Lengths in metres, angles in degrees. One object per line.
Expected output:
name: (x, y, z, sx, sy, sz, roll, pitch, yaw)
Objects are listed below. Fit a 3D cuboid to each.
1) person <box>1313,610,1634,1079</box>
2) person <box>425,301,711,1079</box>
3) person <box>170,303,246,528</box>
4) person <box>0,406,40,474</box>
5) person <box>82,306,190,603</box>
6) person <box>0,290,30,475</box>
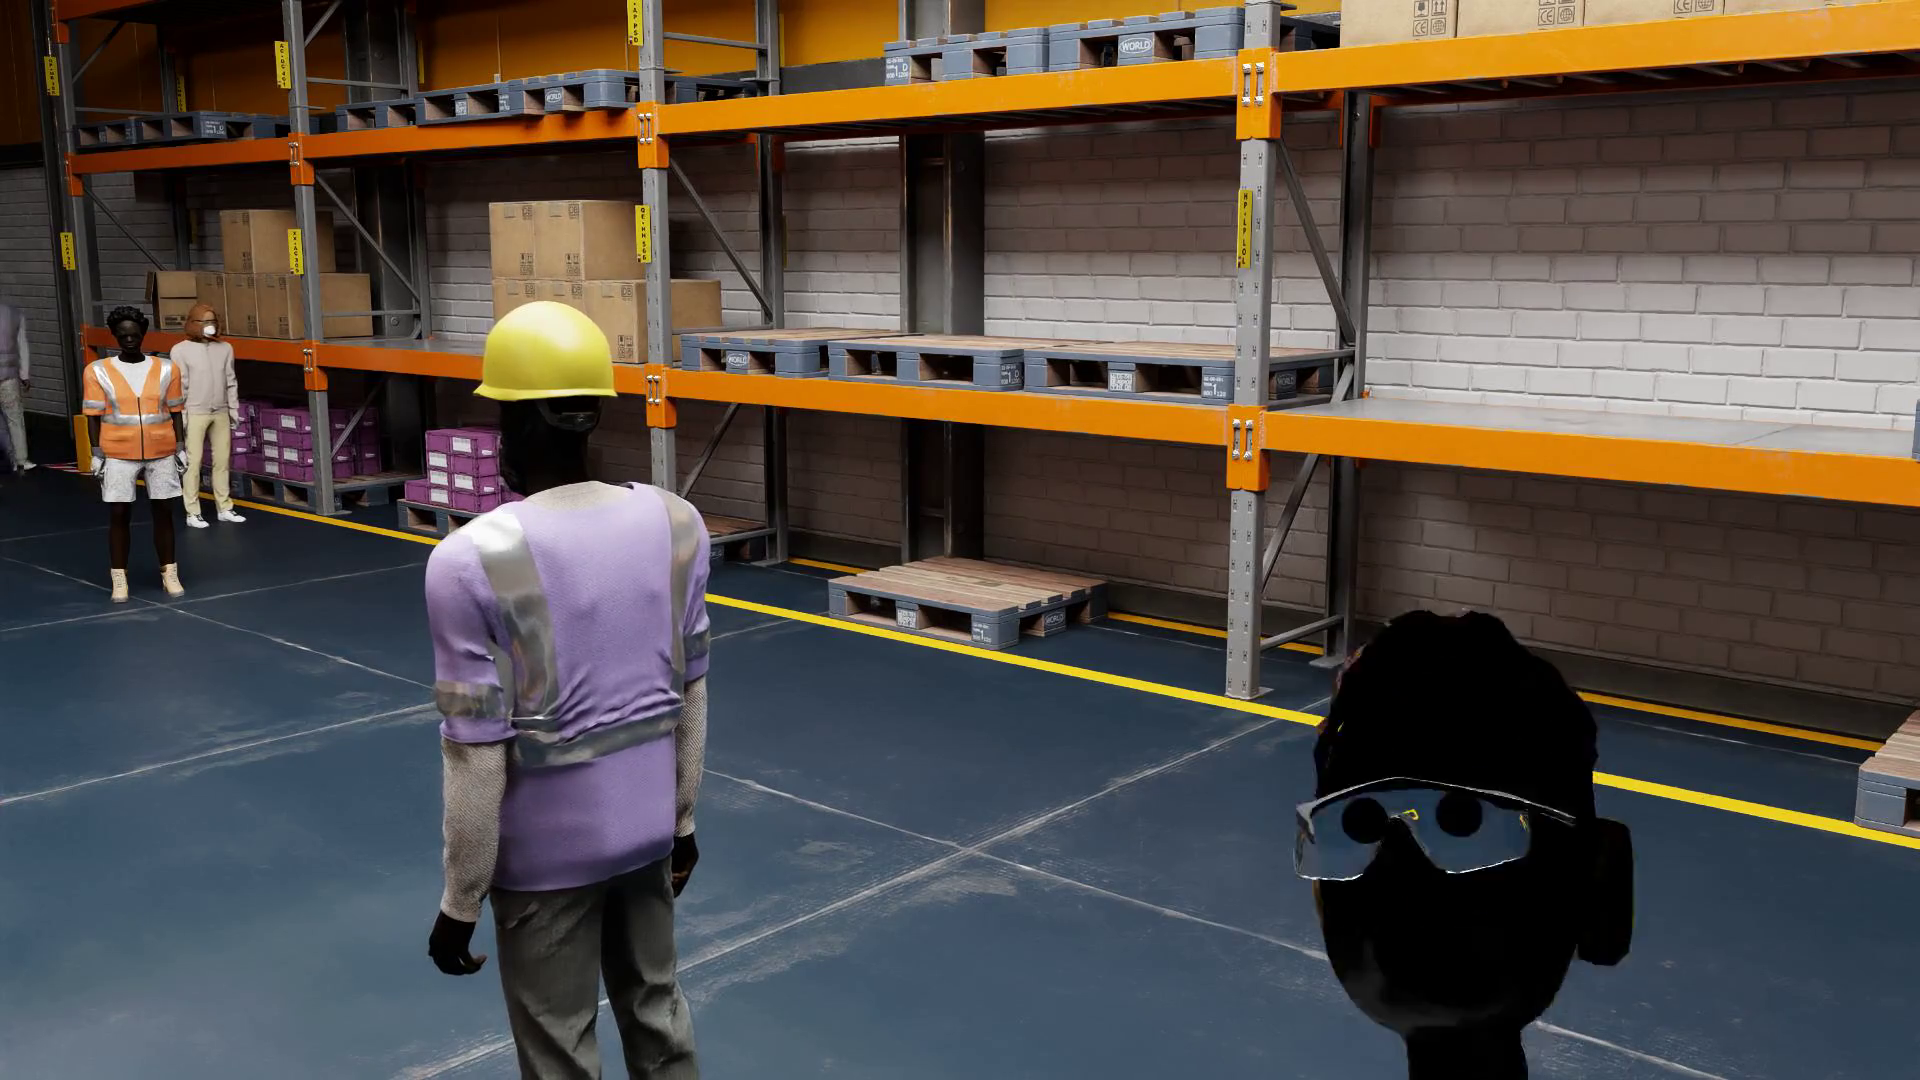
person: (0.354, 0.969, 0.902, 0.537, 1.831, 0.927, -2, 10, -10)
person: (-0.708, 0.537, 3.043, 0.370, 1.928, 0.585, 8, 13, 38)
person: (-5.487, -0.904, 12.119, 0.284, 1.627, 0.493, 6, 12, 32)
person: (-8.741, -1.497, 14.815, 0.864, 1.863, 0.646, 5, 11, 26)
person: (-4.714, -0.490, 9.549, 0.540, 1.695, 0.317, -7, 12, -34)
person: (-8.576, -1.472, 14.750, 0.404, 1.832, 0.600, 9, 14, 43)
